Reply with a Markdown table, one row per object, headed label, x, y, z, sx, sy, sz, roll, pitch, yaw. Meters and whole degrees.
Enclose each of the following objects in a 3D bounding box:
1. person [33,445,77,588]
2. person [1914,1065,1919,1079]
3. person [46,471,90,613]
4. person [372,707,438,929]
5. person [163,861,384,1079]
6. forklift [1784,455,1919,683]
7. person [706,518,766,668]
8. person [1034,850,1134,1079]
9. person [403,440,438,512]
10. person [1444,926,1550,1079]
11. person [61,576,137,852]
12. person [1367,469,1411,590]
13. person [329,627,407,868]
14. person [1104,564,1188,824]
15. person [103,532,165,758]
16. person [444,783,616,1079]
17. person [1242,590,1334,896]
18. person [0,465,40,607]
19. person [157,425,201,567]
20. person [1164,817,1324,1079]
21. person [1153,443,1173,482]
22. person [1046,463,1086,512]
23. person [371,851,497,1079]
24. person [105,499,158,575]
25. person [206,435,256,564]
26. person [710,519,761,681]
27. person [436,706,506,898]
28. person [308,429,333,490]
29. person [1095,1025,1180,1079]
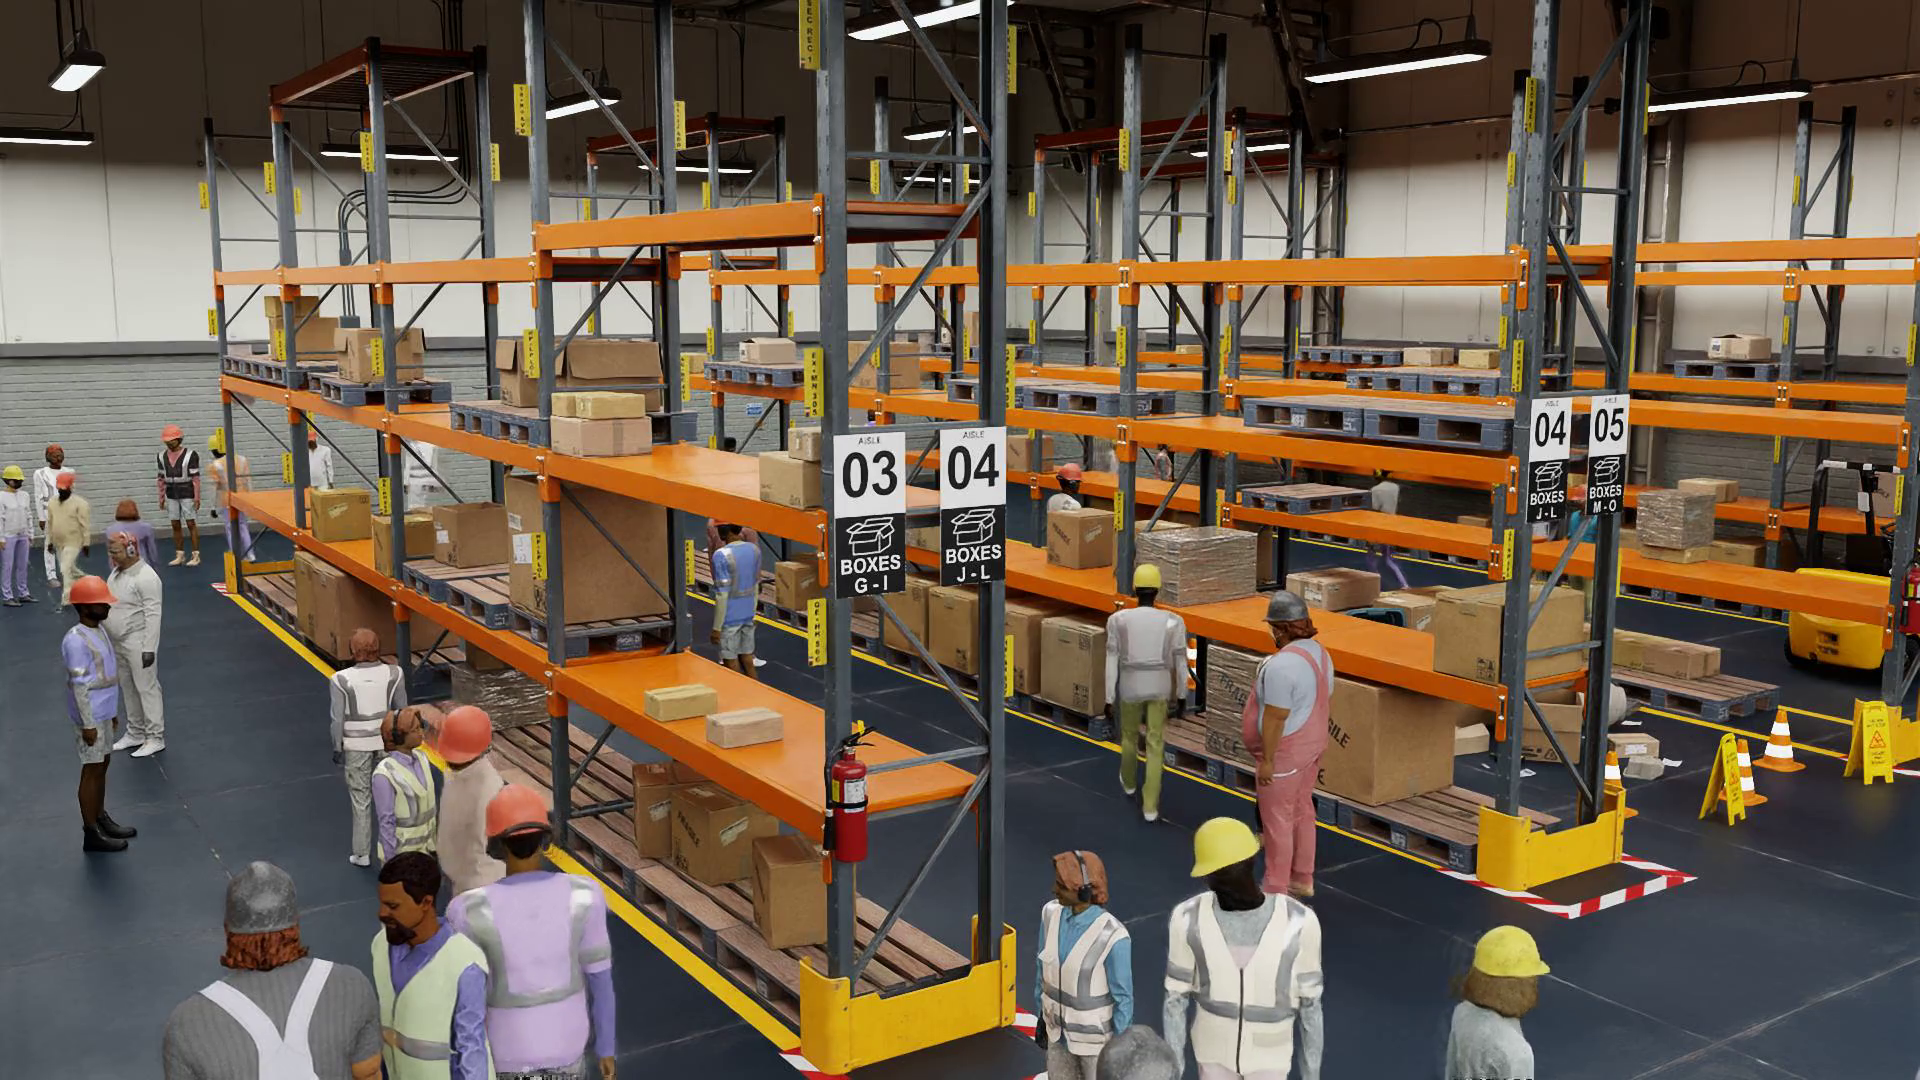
| label | x | y | z | sx | sy | sz | roll | pitch | yaw |
| --- | --- | --- | --- | --- | --- | --- | --- | --- | --- |
| person | -11.929 | -0.319 | 22.014 | 0.356 | 1.883 | 0.573 | 4 | 10 | 28 |
| person | 3.428 | 2.140 | 5.507 | 0.543 | 1.929 | 0.391 | 2 | 9 | 15 |
| person | -10.921 | -0.009 | 20.442 | 0.580 | 1.727 | 0.718 | 3 | 9 | 20 |
| person | -3.045 | 1.729 | 9.166 | 0.307 | 1.645 | 0.514 | 1 | 9 | 7 |
| person | -2.308 | 2.064 | 5.616 | 0.673 | 2.000 | 0.535 | -6 | 10 | -33 |
| forklift | 9.643 | 0.253 | 17.172 | 2.313 | 2.155 | 1.214 | -6 | 10 | -33 |
| person | -2.309 | 0.379 | 17.272 | 0.641 | 1.913 | 0.408 | 5 | 10 | 29 |
| person | 0.505 | 2.072 | 6.902 | 0.310 | 1.636 | 0.523 | -7 | 11 | -39 |
| person | -8.461 | -0.920 | 26.084 | 0.636 | 1.858 | 0.612 | 4 | 10 | 28 |
| person | 1.812 | 2.192 | 5.894 | 0.874 | 1.706 | 0.485 | 0 | 9 | 0 |
| person | -6.043 | 1.207 | 11.665 | 0.358 | 1.938 | 0.542 | -2 | 9 | -13 |
| person | 5.256 | -0.088 | 20.566 | 0.532 | 1.853 | 0.702 | -5 | 10 | -31 |
| person | -4.009 | 1.408 | 11.320 | 0.523 | 1.638 | 0.311 | -6 | 10 | -33 |
| person | 1.392 | 1.112 | 12.491 | 0.622 | 1.873 | 0.965 | 0 | 9 | 3 |
| person | -6.986 | 0.872 | 14.016 | 0.639 | 1.904 | 0.407 | 6 | 11 | 36 |
| person | -1.670 | 1.954 | 6.473 | 0.610 | 2.004 | 0.648 | -5 | 10 | -28 |
| person | 2.072 | 1.312 | 10.627 | 0.536 | 2.000 | 0.687 | 7 | 11 | 38 |
| person | -11.715 | -0.051 | 20.646 | 0.336 | 1.757 | 0.518 | 3 | 9 | 18 |
| person | -11.061 | -0.619 | 23.538 | 0.619 | 2.029 | 0.410 | 1 | 9 | 5 |
| person | 1.066 | 2.027 | 6.363 | 0.610 | 1.883 | 0.692 | 3 | 9 | 17 |
| person | 3.188 | -0.820 | 26.148 | 0.313 | 1.642 | 0.513 | 0 | 9 | 3 |
| person | 1.178 | 0.171 | 18.268 | 0.419 | 2.034 | 0.604 | -4 | 10 | -26 |
| person | -1.923 | 2.055 | 6.125 | 0.591 | 1.910 | 0.369 | 6 | 11 | 36 |
| person | -9.276 | 0.335 | 18.651 | 0.507 | 1.593 | 0.878 | -4 | 10 | -28 |
| person | -10.304 | -0.539 | 23.485 | 0.444 | 1.899 | 0.631 | 5 | 10 | 29 |
| person | -2.028 | 0.689 | 14.776 | 0.392 | 2.039 | 0.615 | 4 | 10 | 27 |
| person | -2.404 | 1.724 | 8.228 | 0.379 | 1.948 | 0.723 | -5 | 10 | -29 |
| person | -10.322 | -0.936 | 26.596 | 0.573 | 1.739 | 0.350 | -3 | 9 | -21 |
| person | 0.446 | 2.250 | 4.379 | 0.682 | 2.000 | 0.536 | 0 | 9 | -2 |
